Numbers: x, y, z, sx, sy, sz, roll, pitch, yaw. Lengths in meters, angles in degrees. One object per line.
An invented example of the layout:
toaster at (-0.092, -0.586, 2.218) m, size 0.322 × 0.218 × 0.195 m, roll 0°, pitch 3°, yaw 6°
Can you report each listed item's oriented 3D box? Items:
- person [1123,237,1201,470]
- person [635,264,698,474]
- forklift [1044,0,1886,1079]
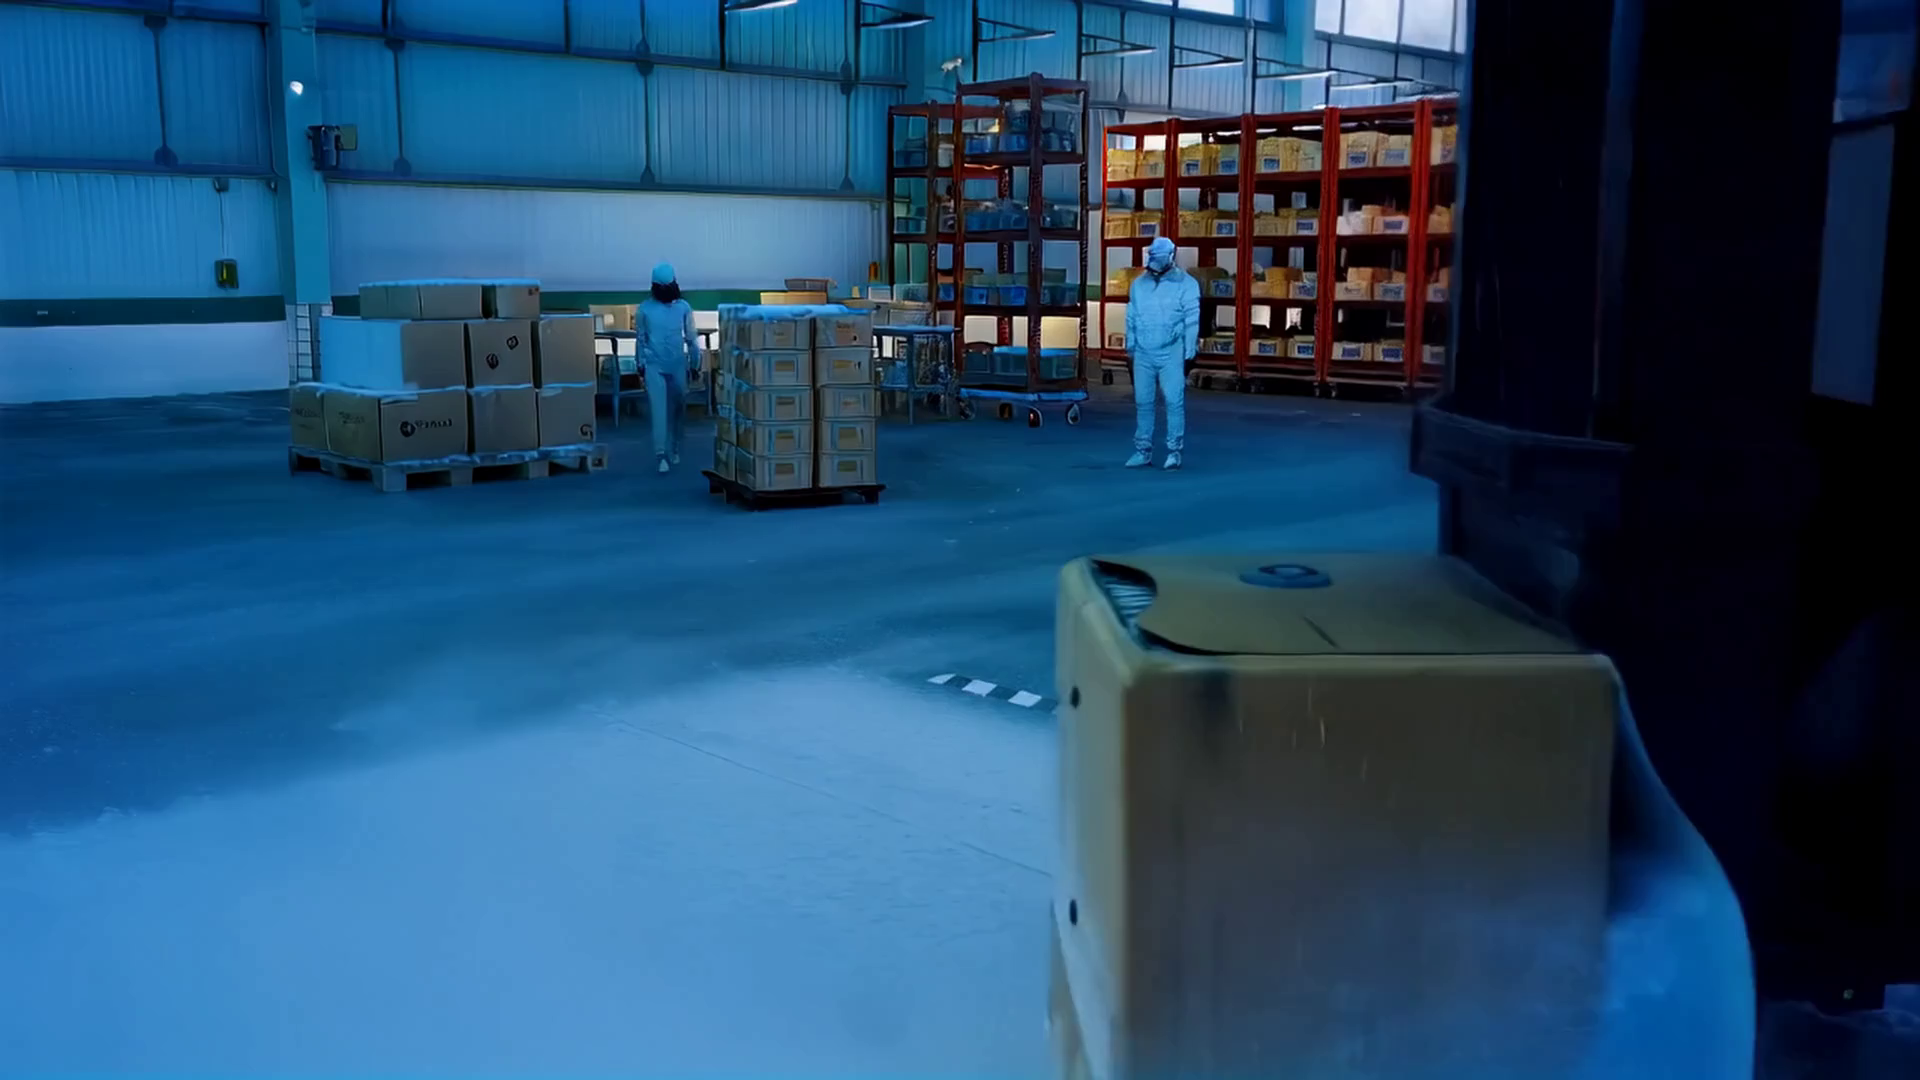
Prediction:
person at (1.644, -1.535, 13.755) m, size 0.641 × 1.913 × 0.407 m, roll 6°, pitch 11°, yaw 30°
person at (-2.425, -1.427, 13.761) m, size 0.492 × 1.696 × 0.903 m, roll -3°, pitch 10°, yaw -17°
forklift at (1.134, -0.233, 3.009) m, size 1.873 × 2.768 × 1.129 m, roll 0°, pitch 9°, yaw -2°
